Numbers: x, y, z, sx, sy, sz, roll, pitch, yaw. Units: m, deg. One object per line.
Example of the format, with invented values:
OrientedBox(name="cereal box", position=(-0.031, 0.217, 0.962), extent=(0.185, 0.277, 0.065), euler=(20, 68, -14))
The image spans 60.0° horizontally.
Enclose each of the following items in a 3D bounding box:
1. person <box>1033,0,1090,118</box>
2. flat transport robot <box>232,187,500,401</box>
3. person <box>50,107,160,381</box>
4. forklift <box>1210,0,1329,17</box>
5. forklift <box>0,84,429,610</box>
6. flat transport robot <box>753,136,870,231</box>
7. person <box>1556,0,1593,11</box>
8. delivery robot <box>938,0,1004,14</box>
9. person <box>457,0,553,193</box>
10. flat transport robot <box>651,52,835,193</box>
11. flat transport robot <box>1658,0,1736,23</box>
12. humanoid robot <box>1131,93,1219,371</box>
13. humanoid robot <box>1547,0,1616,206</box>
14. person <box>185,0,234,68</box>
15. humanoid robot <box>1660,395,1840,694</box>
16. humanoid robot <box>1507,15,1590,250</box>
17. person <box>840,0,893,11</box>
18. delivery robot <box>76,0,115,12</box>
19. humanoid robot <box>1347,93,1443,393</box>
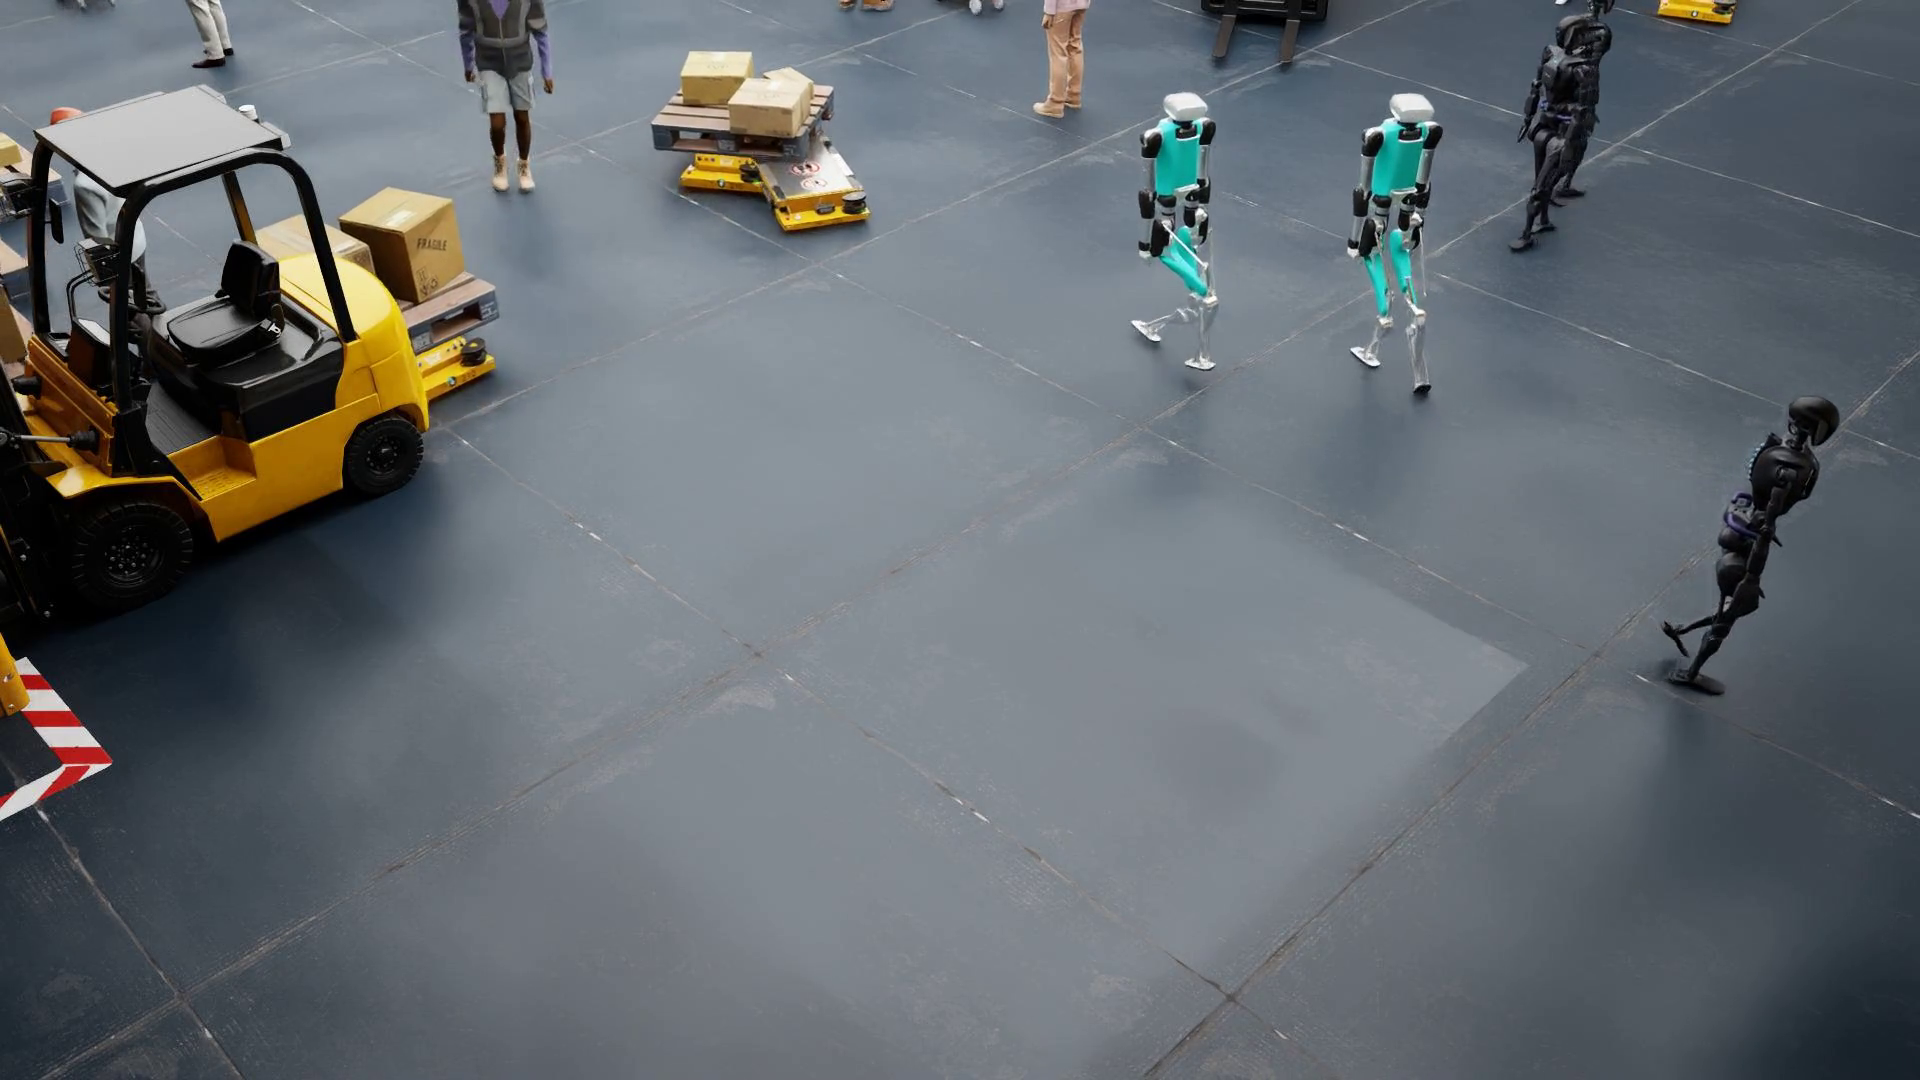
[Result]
OrientedBox(name="person", position=(0.876, -4.339, 13.549), extent=(0.412, 1.776, 0.536), euler=(24, 43, 28))
OrientedBox(name="flat transport robot", position=(-3.714, -1.277, 10.706), extent=(1.431, 0.231, 0.659), euler=(27, 44, 31))
OrientedBox(name="person", position=(-5.185, -1.806, 10.187), extent=(0.350, 1.738, 0.572), euler=(-3, 37, -4))
OrientedBox(name="forklift", position=(3.106, -6.400, 15.960), extent=(1.214, 2.155, 2.313), euler=(8, 37, 10))
OrientedBox(name="forklift", position=(-4.145, -1.093, 8.856), extent=(2.313, 2.155, 1.214), euler=(-31, 47, -34))
OrientedBox(name="flat transport robot", position=(-1.205, -2.770, 12.705), extent=(0.659, 0.231, 1.431), euler=(-12, 38, -15))
OrientedBox(name="person", position=(6.026, -5.856, 15.688), extent=(0.510, 1.640, 0.306), euler=(20, 41, 25))
OrientedBox(name="delivery robot", position=(0.083, -5.450, 16.057), extent=(0.499, 0.598, 0.777), euler=(-22, 42, -27))
OrientedBox(name="person", position=(-3.305, -3.458, 12.189), extent=(0.642, 1.991, 0.615), euler=(-11, 38, -14))
OrientedBox(name="flat transport robot", position=(-1.691, -3.159, 13.225), extent=(0.659, 0.231, 1.431), euler=(7, 37, 9))
OrientedBox(name="flat transport robot", position=(7.216, -5.375, 16.191), extent=(0.659, 0.231, 1.431), euler=(15, 39, 19))
OrientedBox(name="humanoid robot", position=(1.449, -1.805, 10.225), extent=(0.550, 1.767, 1.034), euler=(-22, 42, -27))
OrientedBox(name="humanoid robot", position=(4.574, -3.240, 12.157), extent=(0.454, 1.643, 0.603), euler=(2, 37, 3))
OrientedBox(name="person", position=(-6.706, -5.020, 14.453), extent=(0.383, 1.780, 0.560), euler=(-1, 37, -2))
OrientedBox(name="humanoid robot", position=(3.675, 0.018, 7.790), extent=(0.395, 1.645, 0.610), euler=(17, 40, 21))
OrientedBox(name="humanoid robot", position=(4.119, -2.869, 11.668), extent=(0.637, 1.636, 0.589), euler=(-13, 39, -17))
OrientedBox(name="person", position=(-0.921, -5.900, 15.541), extent=(0.672, 1.895, 0.473), euler=(31, 46, 34))
OrientedBox(name="delivery robot", position=(-8.515, -5.478, 16.107), extent=(0.499, 0.614, 0.789), euler=(-25, 43, -29))
OrientedBox(name="humanoid robot", position=(2.741, -1.709, 10.117), extent=(0.559, 1.848, 0.850), euler=(-13, 39, -17))
